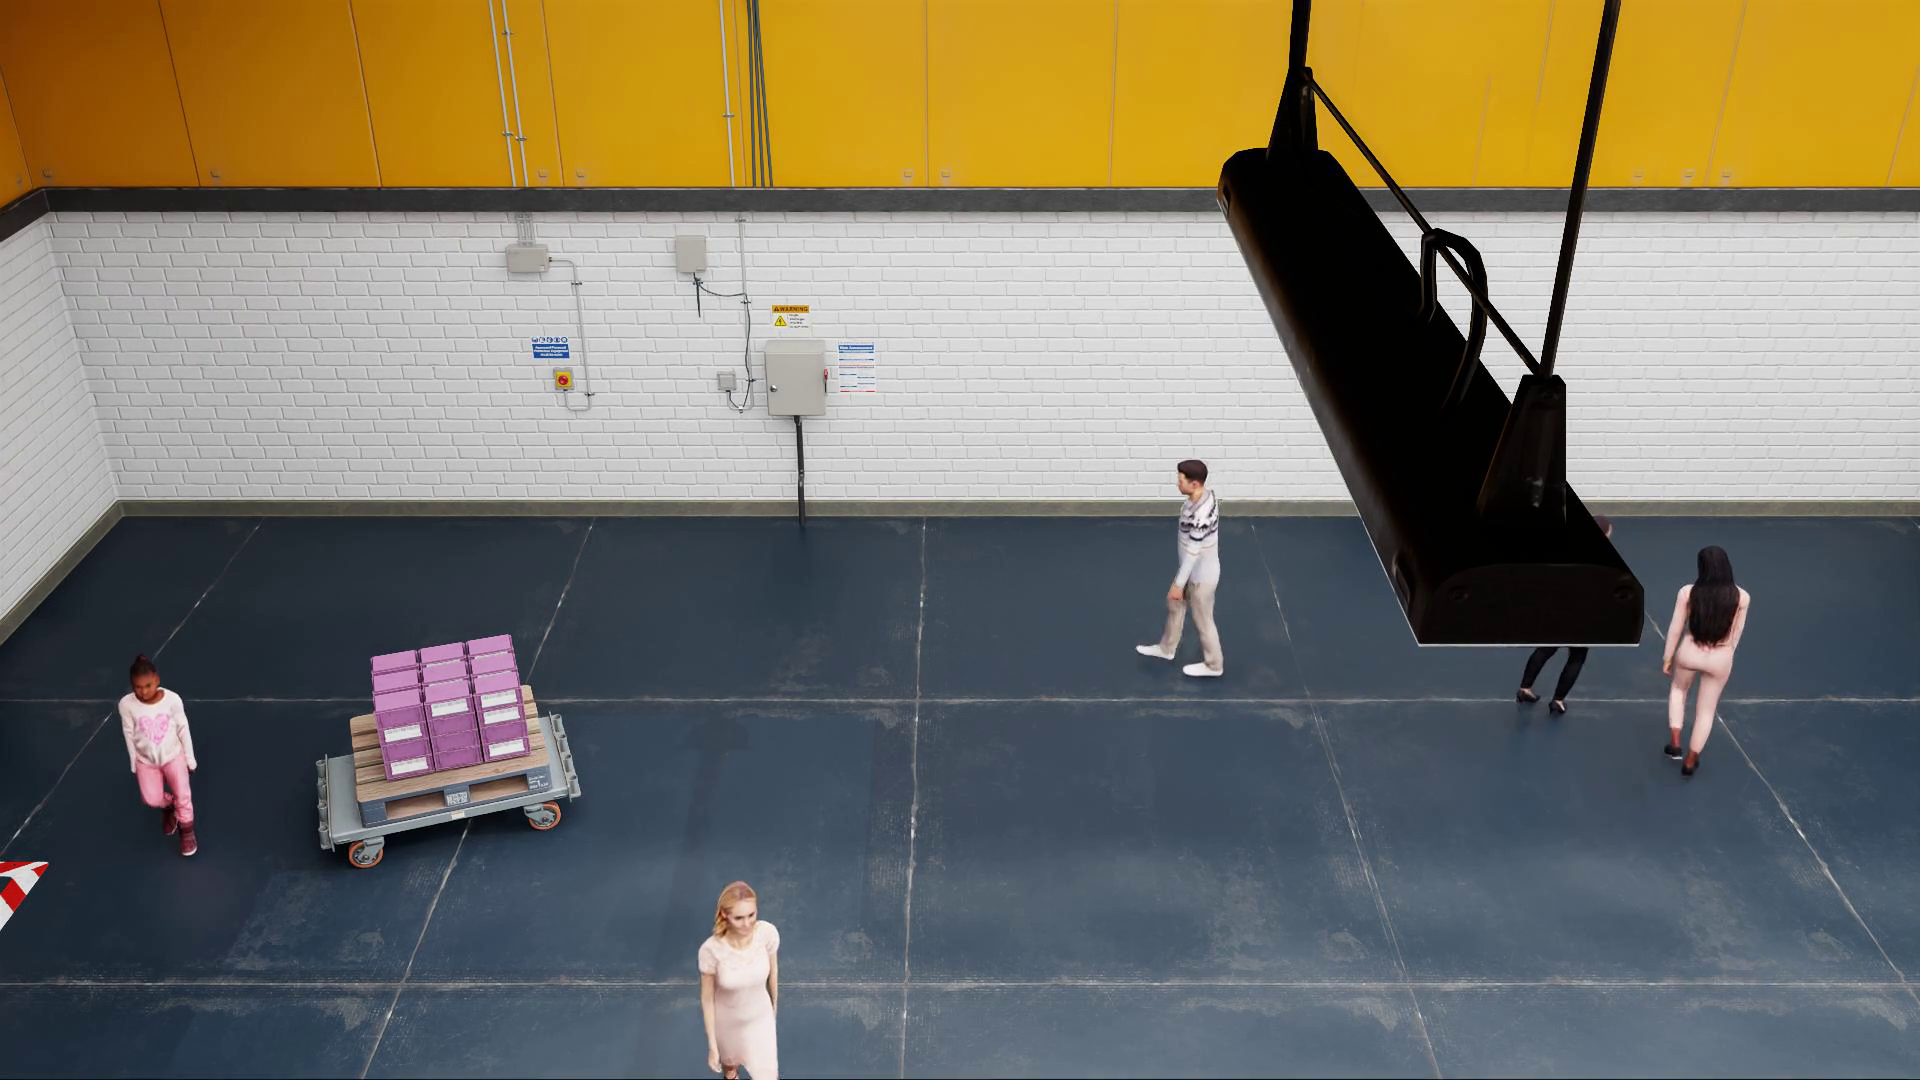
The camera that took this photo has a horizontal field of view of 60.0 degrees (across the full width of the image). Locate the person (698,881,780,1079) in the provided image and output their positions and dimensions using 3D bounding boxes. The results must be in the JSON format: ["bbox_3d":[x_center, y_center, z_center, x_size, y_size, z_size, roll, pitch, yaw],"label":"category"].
[{"bbox_3d":[-1.144,2.409,8.458,0.800,1.784,1.165,-9,30,-16],"label":"person"}]

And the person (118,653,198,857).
[{"bbox_3d":[-5.172,1.349,10.761,0.657,1.441,0.745,-8,30,-15],"label":"person"}]

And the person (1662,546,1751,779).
[{"bbox_3d":[5.061,0.881,11.352,0.717,1.695,0.749,17,33,28],"label":"person"}]

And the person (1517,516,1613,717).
[{"bbox_3d":[4.347,0.601,11.932,0.784,1.632,0.676,-19,34,-31],"label":"person"}]

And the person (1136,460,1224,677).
[{"bbox_3d":[1.865,0.239,12.383,0.864,1.835,0.910,6,29,10],"label":"person"}]
